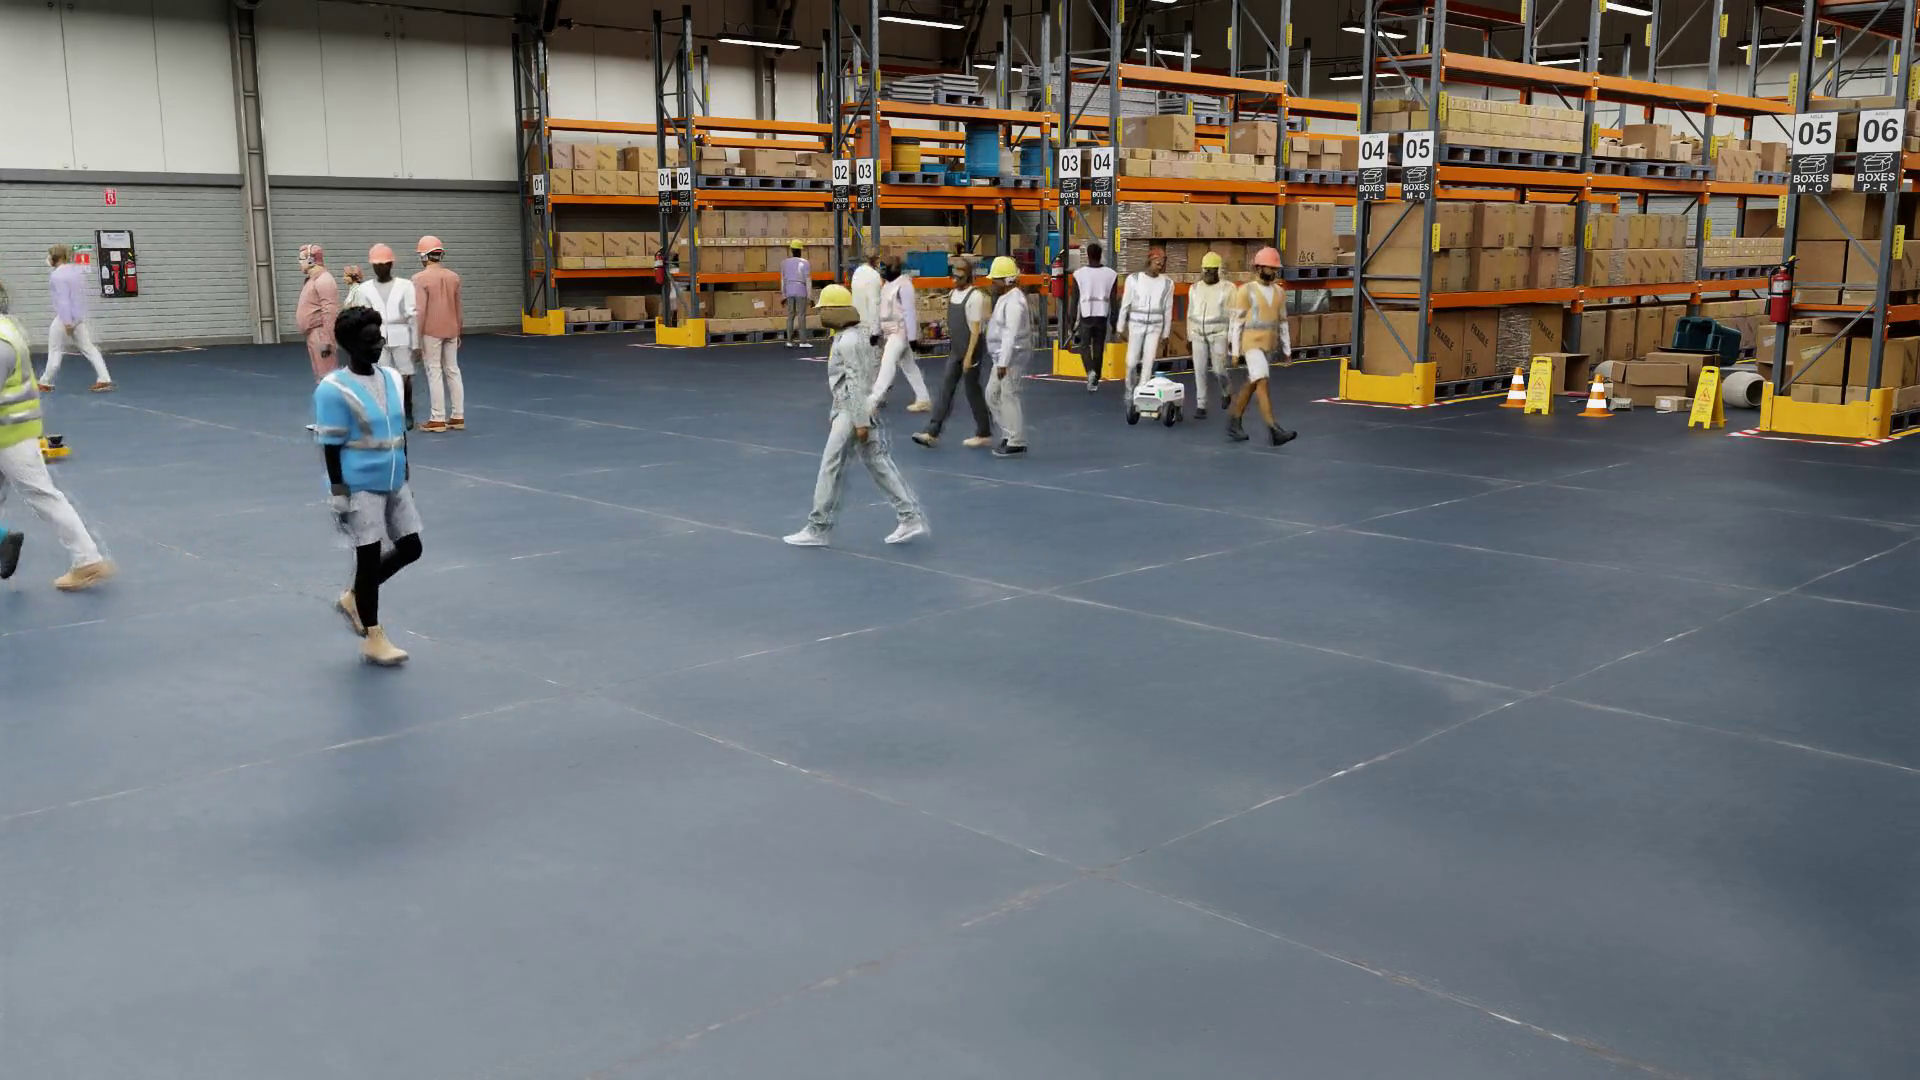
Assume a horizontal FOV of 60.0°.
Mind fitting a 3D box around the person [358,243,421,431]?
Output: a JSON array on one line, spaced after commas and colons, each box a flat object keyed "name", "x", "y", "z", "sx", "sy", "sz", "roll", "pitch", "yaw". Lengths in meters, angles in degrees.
[{"name": "person", "x": -5.583, "y": -1.938, "z": 16.325, "sx": 0.569, "sy": 1.926, "sz": 0.604, "roll": -2, "pitch": 11, "yaw": -10}]

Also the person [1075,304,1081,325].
[{"name": "person", "x": 2.890, "y": -5.584, "z": 37.146, "sx": 0.504, "sy": 1.576, "sz": 0.900, "roll": 10, "pitch": 14, "yaw": 43}]

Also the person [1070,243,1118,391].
[{"name": "person", "x": 1.732, "y": -2.862, "z": 21.416, "sx": 0.615, "sy": 1.901, "sz": 0.559, "roll": -1, "pitch": 10, "yaw": -5}]

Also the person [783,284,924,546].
[{"name": "person", "x": -0.667, "y": -0.804, "z": 10.767, "sx": 0.908, "sy": 1.693, "sz": 0.493, "roll": 0, "pitch": 10, "yaw": -1}]

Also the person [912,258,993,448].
[{"name": "person", "x": -0.046, "y": -1.736, "z": 15.597, "sx": 0.884, "sy": 1.783, "sz": 0.598, "roll": -7, "pitch": 12, "yaw": -33}]

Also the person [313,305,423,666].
[{"name": "person", "x": -2.801, "y": -0.259, "z": 7.807, "sx": 0.431, "sy": 1.679, "sz": 0.543, "roll": 4, "pitch": 11, "yaw": 23}]

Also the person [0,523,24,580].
[{"name": "person", "x": -5.775, "y": -0.651, "z": 9.572, "sx": 0.744, "sy": 1.820, "sz": 0.579, "roll": 2, "pitch": 11, "yaw": 13}]

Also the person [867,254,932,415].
[{"name": "person", "x": -0.742, "y": -2.323, "z": 18.814, "sx": 0.996, "sy": 1.782, "sz": 0.618, "roll": -4, "pitch": 11, "yaw": -18}]

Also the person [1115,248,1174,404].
[{"name": "person", "x": 2.094, "y": -2.391, "z": 18.964, "sx": 0.665, "sy": 1.856, "sz": 0.522, "roll": -1, "pitch": 10, "yaw": -3}]

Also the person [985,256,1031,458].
[{"name": "person", "x": 0.416, "y": -1.644, "z": 15.008, "sx": 0.444, "sy": 1.810, "sz": 0.604, "roll": -1, "pitch": 10, "yaw": -4}]

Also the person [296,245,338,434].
[{"name": "person", "x": -6.546, "y": -2.049, "z": 16.972, "sx": 0.401, "sy": 1.904, "sz": 0.650, "roll": -6, "pitch": 12, "yaw": -31}]

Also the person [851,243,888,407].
[{"name": "person", "x": -1.137, "y": -2.483, "z": 19.334, "sx": 0.615, "sy": 1.920, "sz": 0.645, "roll": -6, "pitch": 12, "yaw": -28}]

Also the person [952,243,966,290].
[{"name": "person", "x": -0.105, "y": -5.708, "z": 37.106, "sx": 0.796, "sy": 1.843, "sz": 0.540, "roll": -9, "pitch": 13, "yaw": -39}]

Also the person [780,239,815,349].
[{"name": "person", "x": -2.909, "y": -4.375, "z": 29.655, "sx": 0.687, "sy": 1.928, "sz": 0.456, "roll": 4, "pitch": 11, "yaw": 22}]

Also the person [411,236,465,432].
[{"name": "person", "x": -5.392, "y": -2.123, "z": 17.125, "sx": 0.396, "sy": 1.993, "sz": 0.618, "roll": 6, "pitch": 12, "yaw": 30}]

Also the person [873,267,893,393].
[{"name": "person", "x": -1.029, "y": -2.454, "z": 19.912, "sx": 0.365, "sy": 1.626, "sz": 0.534, "roll": -5, "pitch": 11, "yaw": -23}]

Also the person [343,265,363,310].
[{"name": "person", "x": -7.449, "y": -2.578, "z": 20.613, "sx": 0.318, "sy": 1.629, "sz": 0.508, "roll": -5, "pitch": 12, "yaw": -27}]

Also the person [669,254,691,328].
[{"name": "person", "x": -5.450, "y": -4.708, "z": 32.164, "sx": 0.546, "sy": 1.651, "sz": 0.884, "roll": 8, "pitch": 13, "yaw": 36}]

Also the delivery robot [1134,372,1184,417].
[{"name": "delivery robot", "x": 2.145, "y": -1.567, "z": 17.885, "sx": 0.477, "sy": 0.478, "sz": 0.707, "roll": 6, "pitch": 12, "yaw": 28}]

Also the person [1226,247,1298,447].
[{"name": "person", "x": 2.911, "y": -1.857, "z": 15.996, "sx": 0.560, "sy": 1.878, "sz": 1.050, "roll": -6, "pitch": 12, "yaw": -31}]

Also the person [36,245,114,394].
[{"name": "person", "x": -11.409, "y": -2.819, "z": 21.251, "sx": 1.039, "sy": 1.882, "sz": 0.650, "roll": -1, "pitch": 10, "yaw": -6}]

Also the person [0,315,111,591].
[{"name": "person", "x": -5.327, "y": -0.572, "z": 9.273, "sx": 0.991, "sy": 1.781, "sz": 0.627, "roll": -7, "pitch": 12, "yaw": -33}]

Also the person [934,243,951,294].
[{"name": "person", "x": -0.457, "y": -5.930, "z": 38.385, "sx": 0.591, "sy": 1.815, "sz": 0.733, "roll": 8, "pitch": 13, "yaw": 39}]

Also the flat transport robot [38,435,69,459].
[{"name": "flat transport robot", "x": -8.849, "y": -0.828, "z": 14.889, "sx": 1.431, "sy": 0.197, "sz": 0.652, "roll": 1, "pitch": 11, "yaw": 8}]

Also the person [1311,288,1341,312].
[{"name": "person", "x": 8.570, "y": -6.076, "z": 39.010, "sx": 0.988, "sy": 1.887, "sz": 0.582, "roll": -4, "pitch": 11, "yaw": -20}]

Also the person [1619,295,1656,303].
[{"name": "person", "x": 12.168, "y": -4.372, "z": 29.859, "sx": 0.764, "sy": 1.867, "sz": 0.591, "roll": -9, "pitch": 14, "yaw": -40}]

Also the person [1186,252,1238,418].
[{"name": "person", "x": 2.805, "y": -2.279, "z": 18.452, "sx": 0.590, "sy": 1.821, "sz": 0.597, "roll": 6, "pitch": 12, "yaw": 29}]
